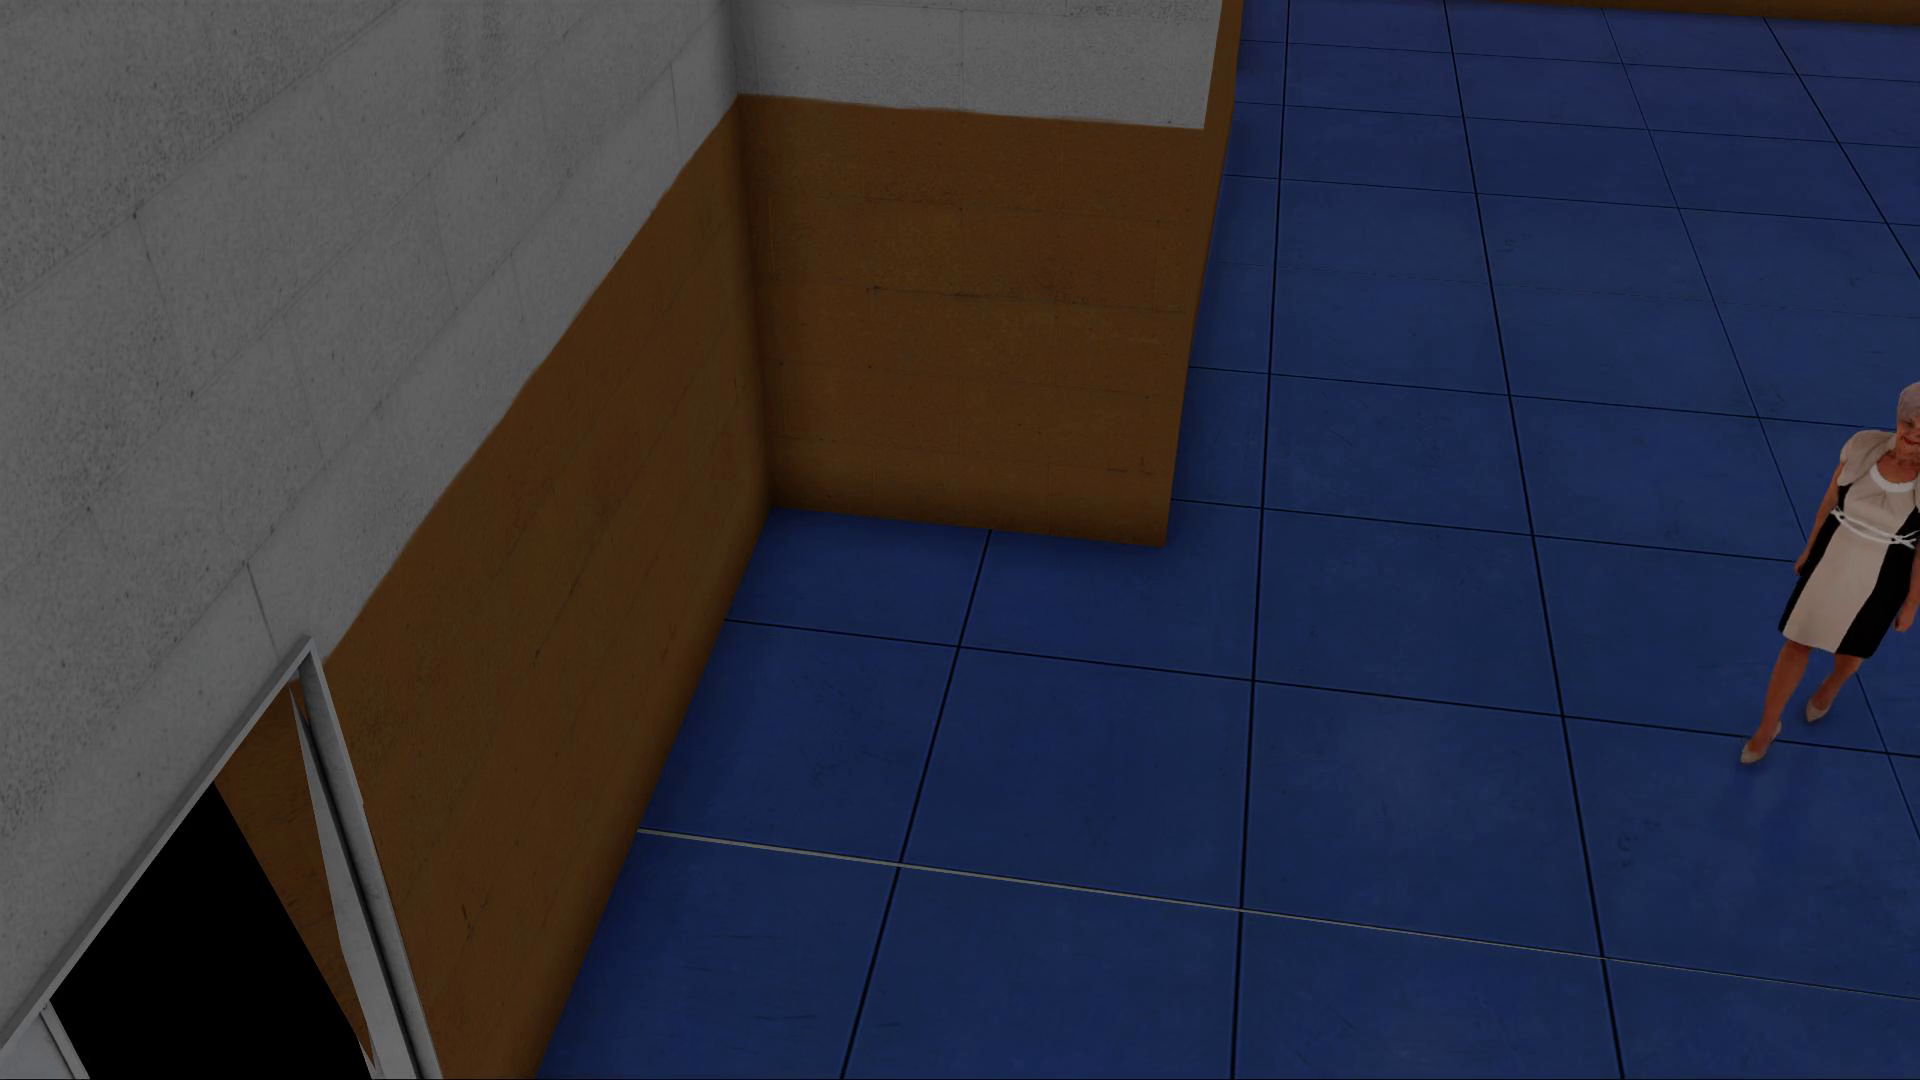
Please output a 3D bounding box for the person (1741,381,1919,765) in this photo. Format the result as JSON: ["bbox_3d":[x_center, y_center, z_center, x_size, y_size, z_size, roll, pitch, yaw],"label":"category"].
[{"bbox_3d":[3.631,0.118,6.655,1.001,1.727,0.990,-31,47,-34],"label":"person"}]
